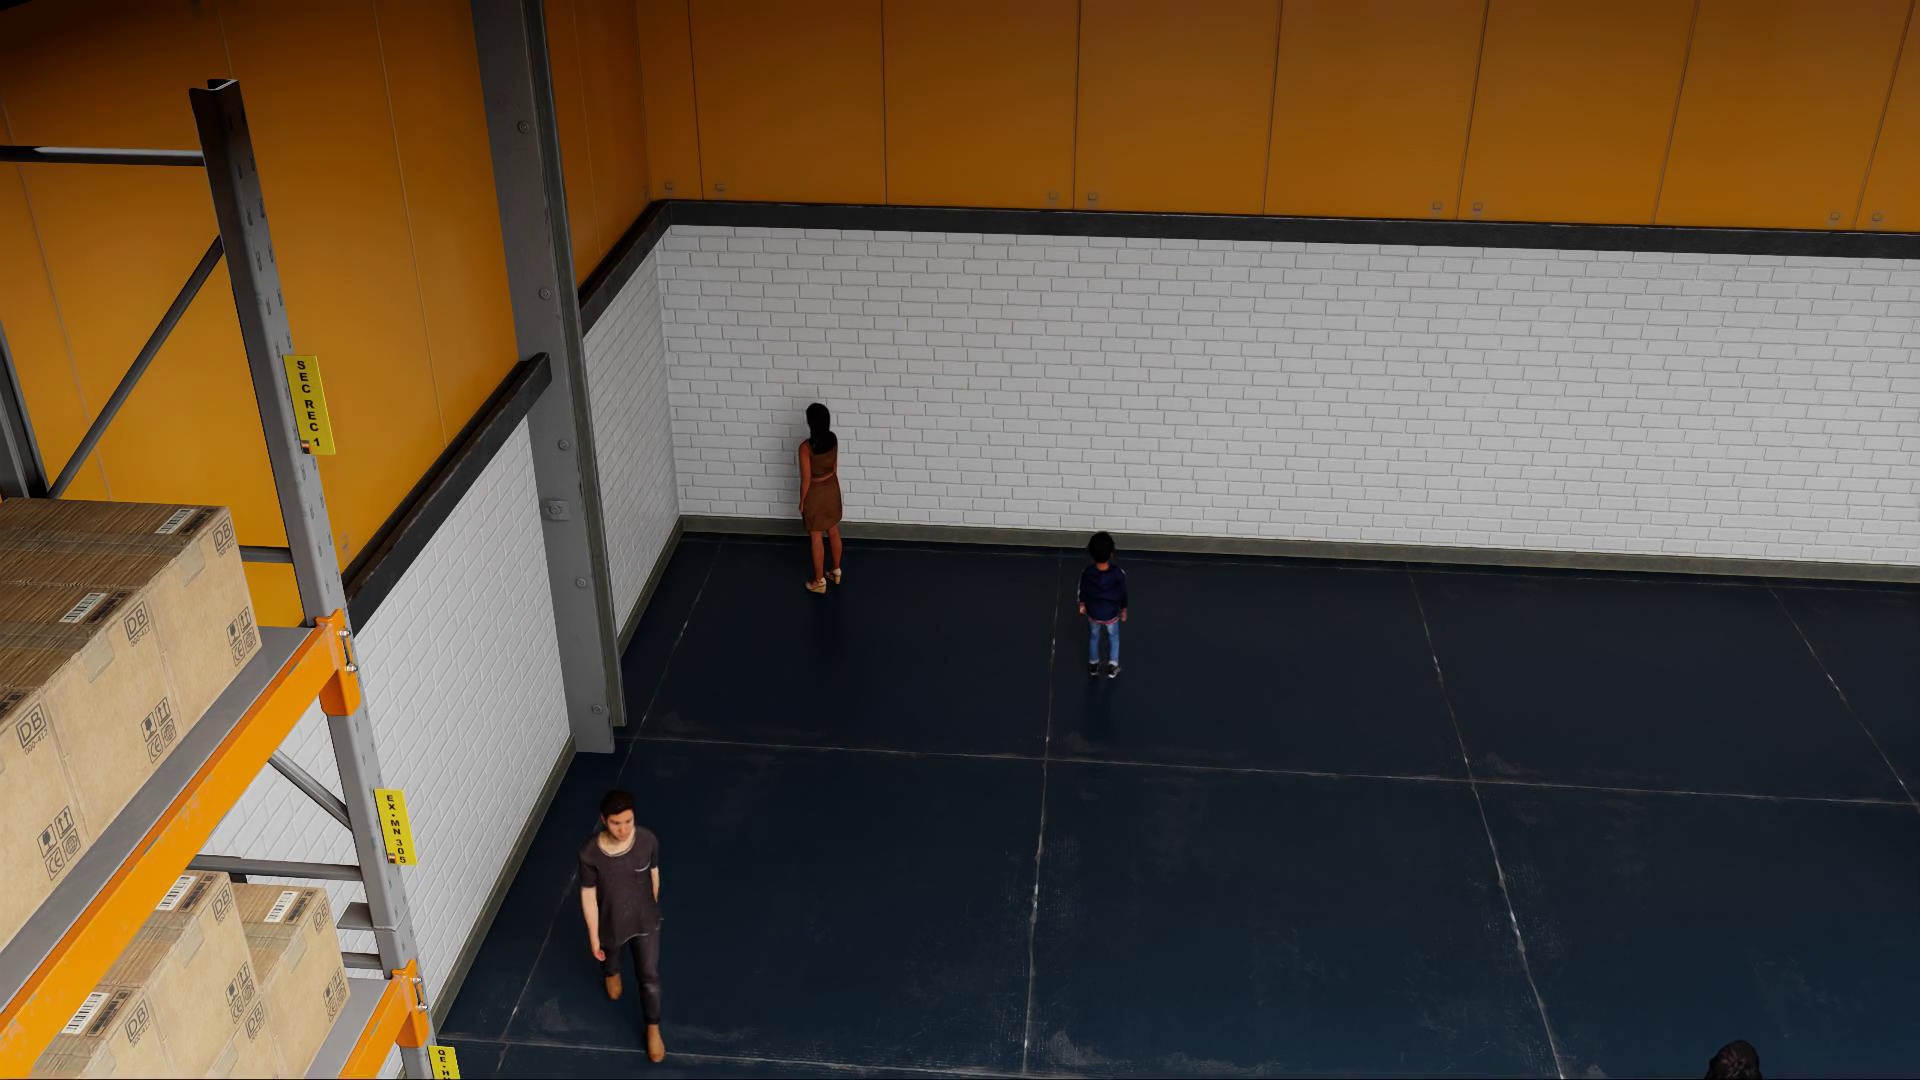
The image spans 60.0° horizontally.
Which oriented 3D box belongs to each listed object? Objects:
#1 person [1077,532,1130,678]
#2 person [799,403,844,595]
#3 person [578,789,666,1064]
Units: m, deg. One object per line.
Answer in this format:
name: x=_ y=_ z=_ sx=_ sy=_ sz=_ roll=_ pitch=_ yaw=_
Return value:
person: x=1.072 y=0.515 z=12.580 sx=0.566 sy=1.221 sz=0.542 roll=6 pitch=29 yaw=11
person: x=-1.146 y=-0.352 z=13.681 sx=0.699 sy=1.690 sz=0.608 roll=21 pitch=35 yaw=34
person: x=-1.896 y=2.051 z=9.275 sx=0.876 sy=1.690 sz=1.127 roll=-9 pitch=30 yaw=-16
